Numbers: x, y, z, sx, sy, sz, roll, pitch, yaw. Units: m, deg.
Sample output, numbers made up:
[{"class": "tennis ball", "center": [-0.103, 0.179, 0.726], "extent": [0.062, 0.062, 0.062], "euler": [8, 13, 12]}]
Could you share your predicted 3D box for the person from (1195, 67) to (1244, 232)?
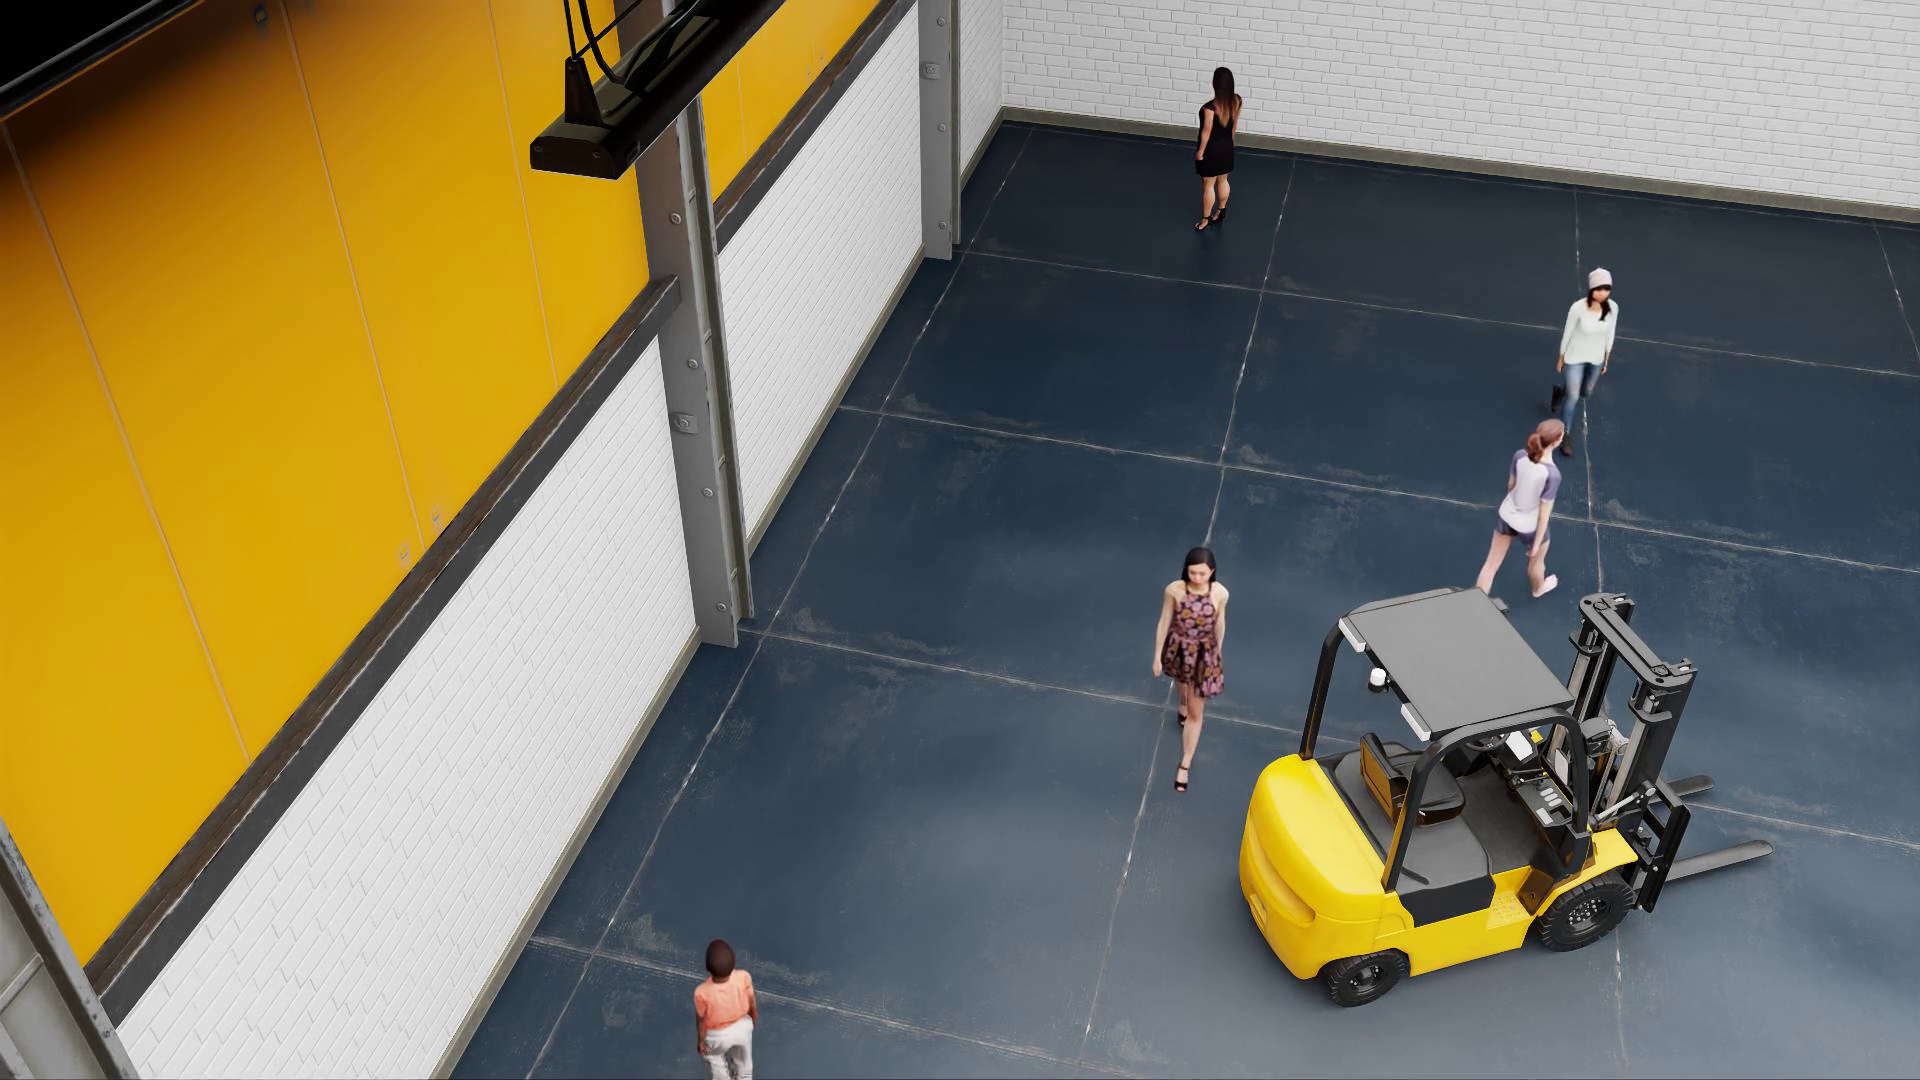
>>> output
[{"class": "person", "center": [2.596, -3.929, 16.764], "extent": [0.725, 1.718, 0.812], "euler": [-27, 46, -30]}]

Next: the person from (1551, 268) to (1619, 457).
[{"class": "person", "center": [5.166, -1.551, 13.857], "extent": [0.777, 1.630, 1.033], "euler": [-2, 39, -3]}]

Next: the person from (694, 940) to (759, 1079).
[{"class": "person", "center": [-1.224, 2.646, 8.863], "extent": [0.598, 1.303, 0.643], "euler": [-15, 41, -18]}]

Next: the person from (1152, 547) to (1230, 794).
[{"class": "person", "center": [1.510, 0.712, 10.953], "extent": [0.723, 1.719, 1.188], "euler": [5, 39, 6]}]

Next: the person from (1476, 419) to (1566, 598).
[{"class": "person", "center": [3.970, -0.086, 11.941], "extent": [1.133, 1.731, 0.993], "euler": [-27, 46, -29]}]
